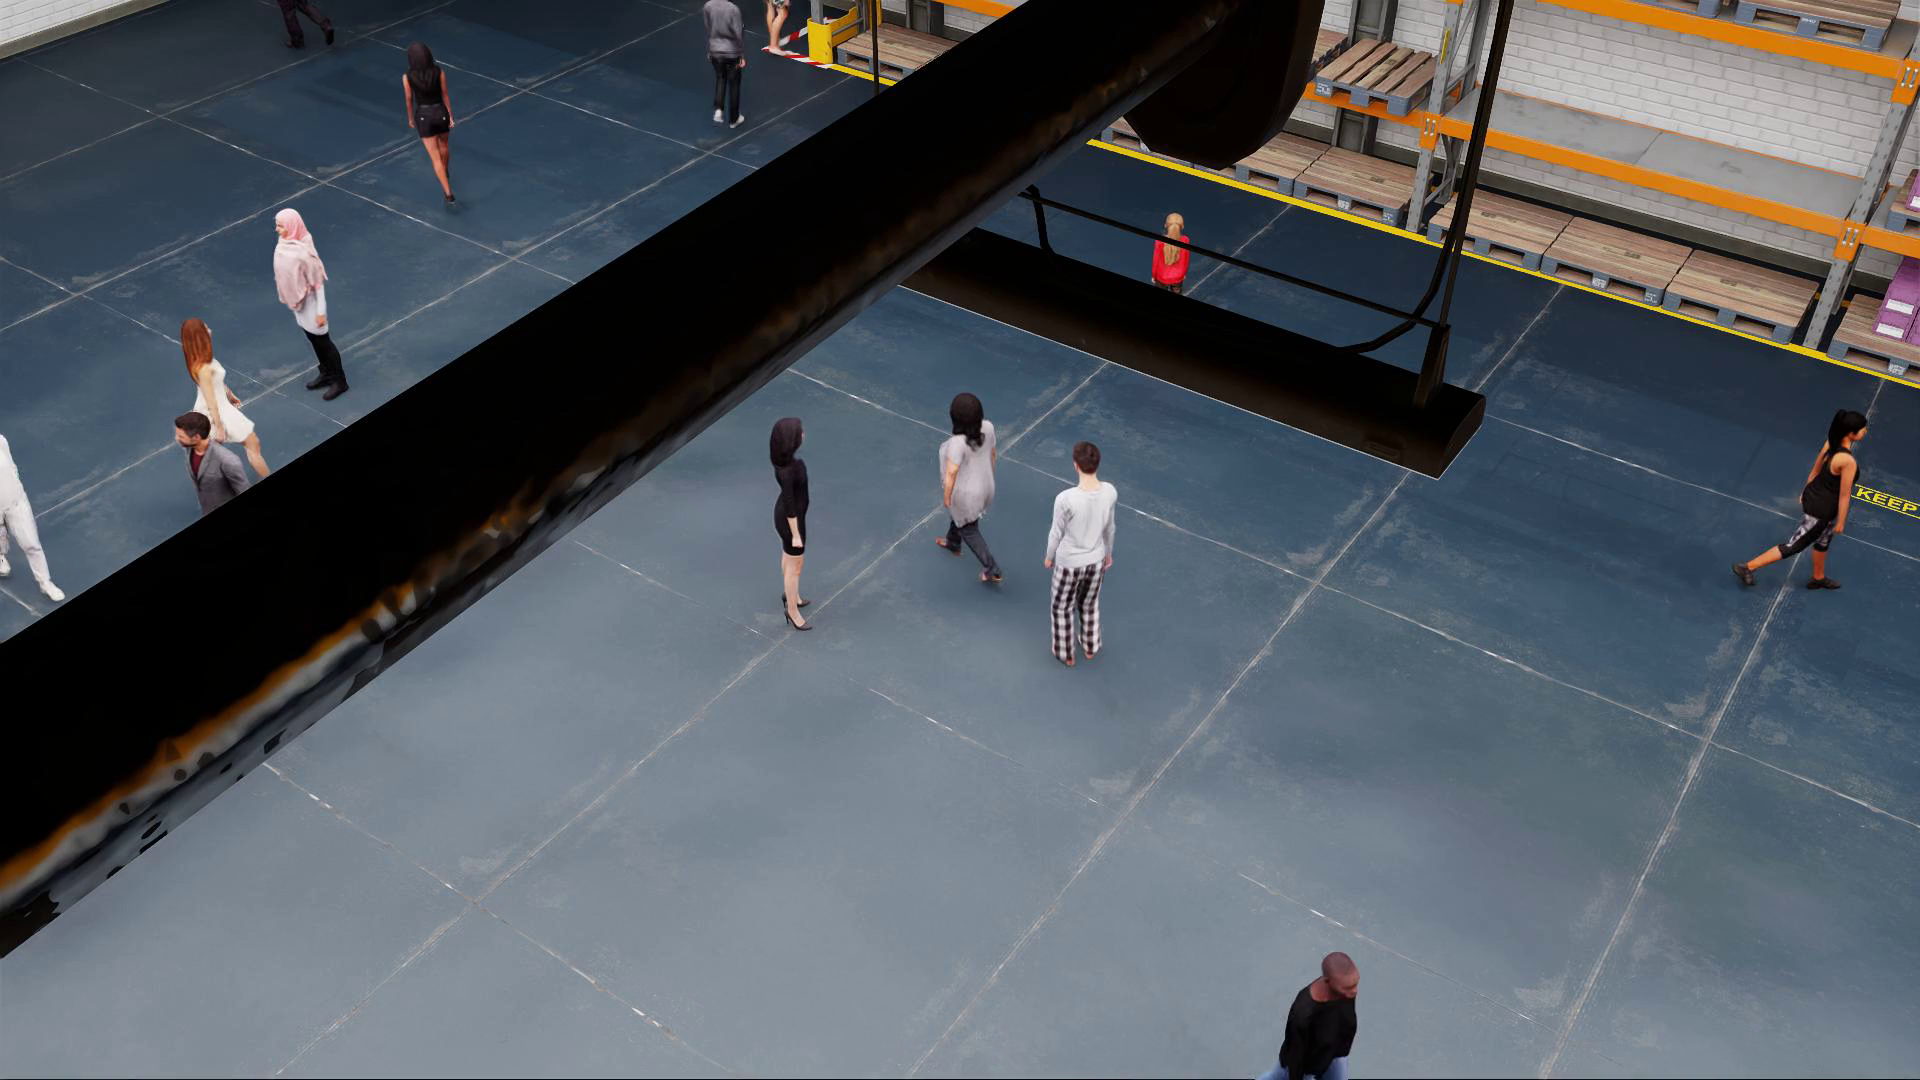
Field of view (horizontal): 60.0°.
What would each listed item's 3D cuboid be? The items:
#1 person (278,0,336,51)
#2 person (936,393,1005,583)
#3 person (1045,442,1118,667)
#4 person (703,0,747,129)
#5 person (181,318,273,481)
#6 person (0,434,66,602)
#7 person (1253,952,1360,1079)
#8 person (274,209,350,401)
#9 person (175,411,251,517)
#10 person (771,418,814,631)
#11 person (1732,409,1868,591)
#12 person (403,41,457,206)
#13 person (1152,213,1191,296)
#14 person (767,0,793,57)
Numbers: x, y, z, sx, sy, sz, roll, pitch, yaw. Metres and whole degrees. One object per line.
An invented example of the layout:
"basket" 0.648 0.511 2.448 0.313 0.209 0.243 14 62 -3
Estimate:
"person" -8.287 -6.980 20.706 1.021 1.830 0.755 16 41 19
"person" 0.111 -0.374 12.631 1.007 1.585 0.669 27 46 29
"person" 0.858 0.145 11.782 0.751 1.833 0.775 -14 41 -17
"person" -2.698 -5.510 18.928 0.739 1.751 0.796 10 40 12
"person" -6.041 -0.980 13.311 0.827 1.683 0.945 -25 45 -28
"person" -7.246 -0.287 12.455 1.013 1.670 0.632 26 45 29
"person" 1.774 2.674 8.725 0.876 1.698 1.230 -24 44 -27
"person" -5.712 -2.080 14.592 0.575 1.803 0.723 31 48 33
"person" -5.344 -0.180 12.159 0.544 1.871 0.743 21 43 24
"person" -1.229 -0.135 12.157 0.703 1.803 0.661 -4 39 -5
"person" 6.363 -0.248 12.438 1.164 1.628 0.933 4 39 5
"person" -5.532 -4.349 17.521 0.990 1.694 1.275 -18 42 -21
"person" 1.954 -2.459 15.486 0.582 1.281 0.647 -4 39 -5
"person" -2.358 -7.021 20.803 0.928 1.774 0.738 -30 47 -32
